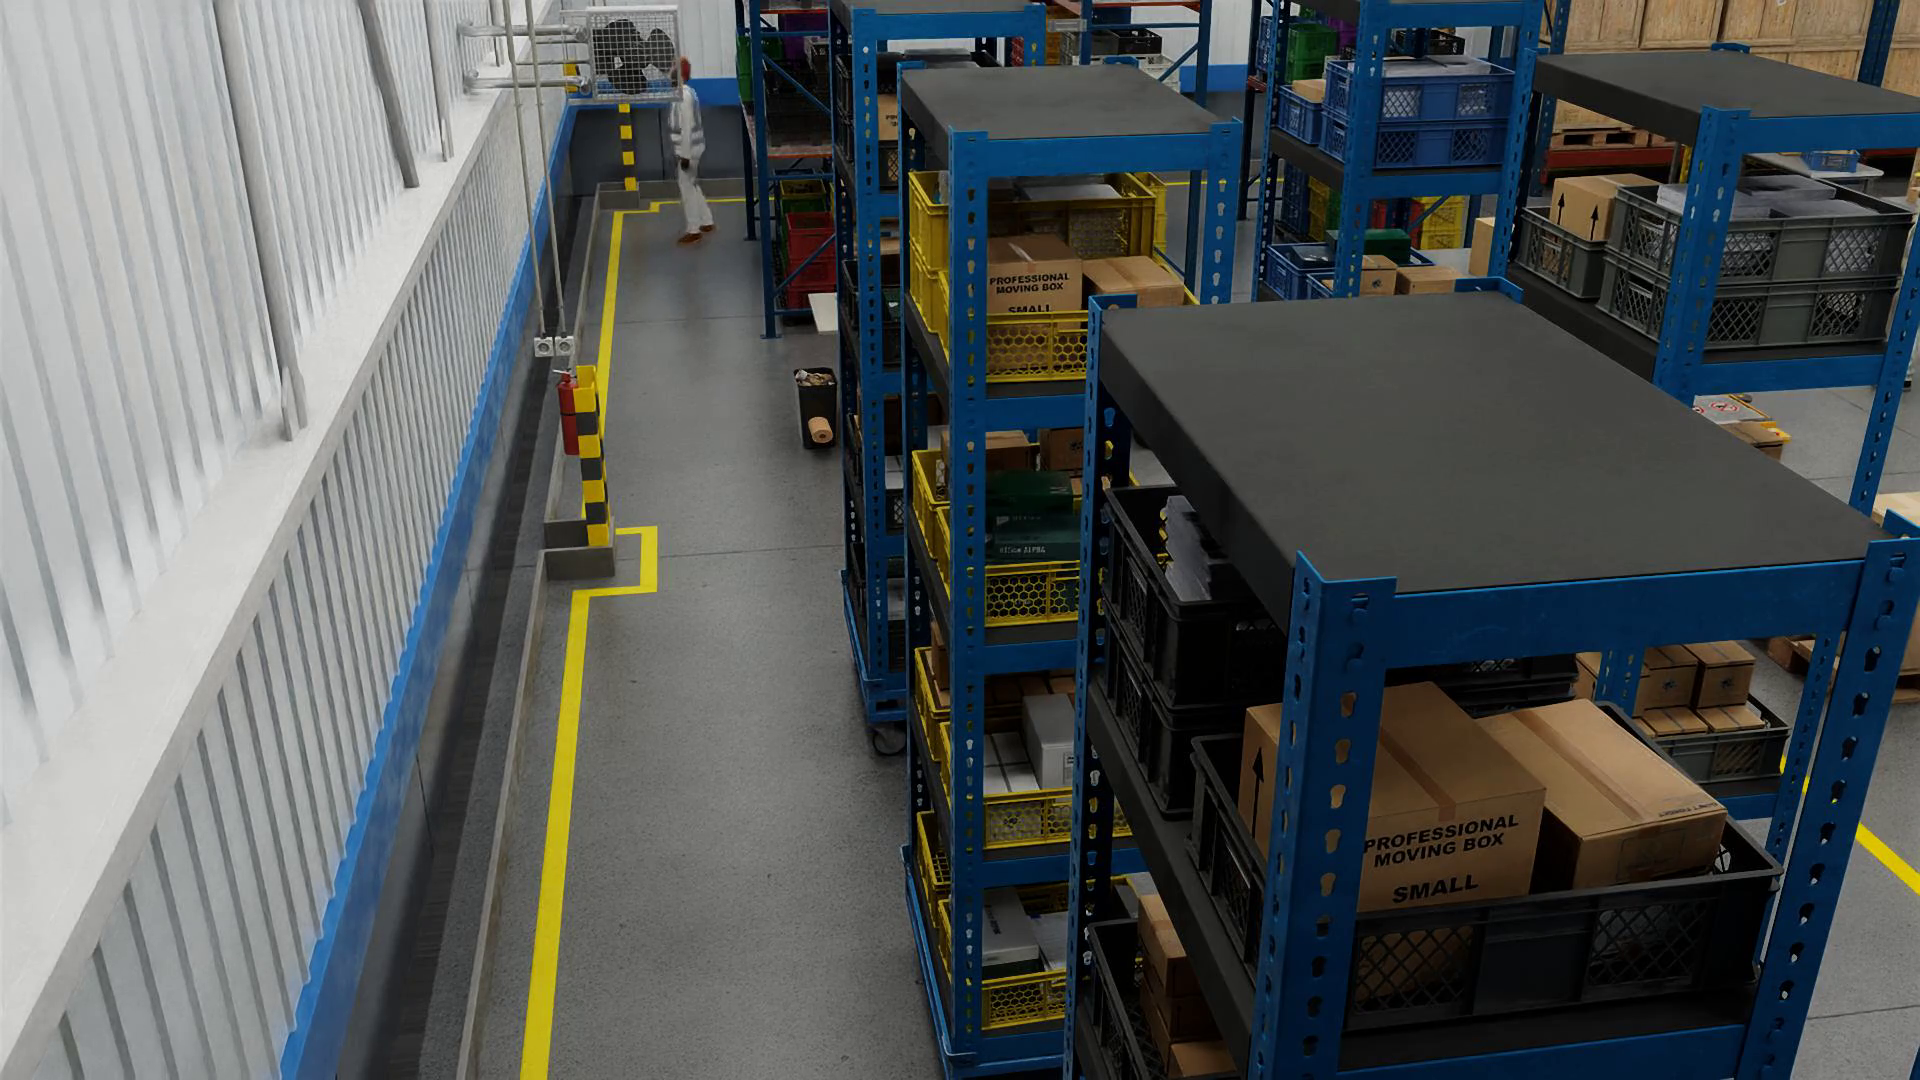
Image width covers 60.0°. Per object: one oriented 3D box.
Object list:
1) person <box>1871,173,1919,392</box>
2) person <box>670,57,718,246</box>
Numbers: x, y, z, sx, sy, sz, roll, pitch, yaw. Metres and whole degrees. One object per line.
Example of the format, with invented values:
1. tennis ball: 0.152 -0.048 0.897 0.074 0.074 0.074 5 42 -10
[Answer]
1. person: 7.421 -2.061 12.890 0.403 1.834 0.588 10 27 21
2. person: -2.745 -3.966 17.007 0.495 1.863 0.639 -4 25 -9
